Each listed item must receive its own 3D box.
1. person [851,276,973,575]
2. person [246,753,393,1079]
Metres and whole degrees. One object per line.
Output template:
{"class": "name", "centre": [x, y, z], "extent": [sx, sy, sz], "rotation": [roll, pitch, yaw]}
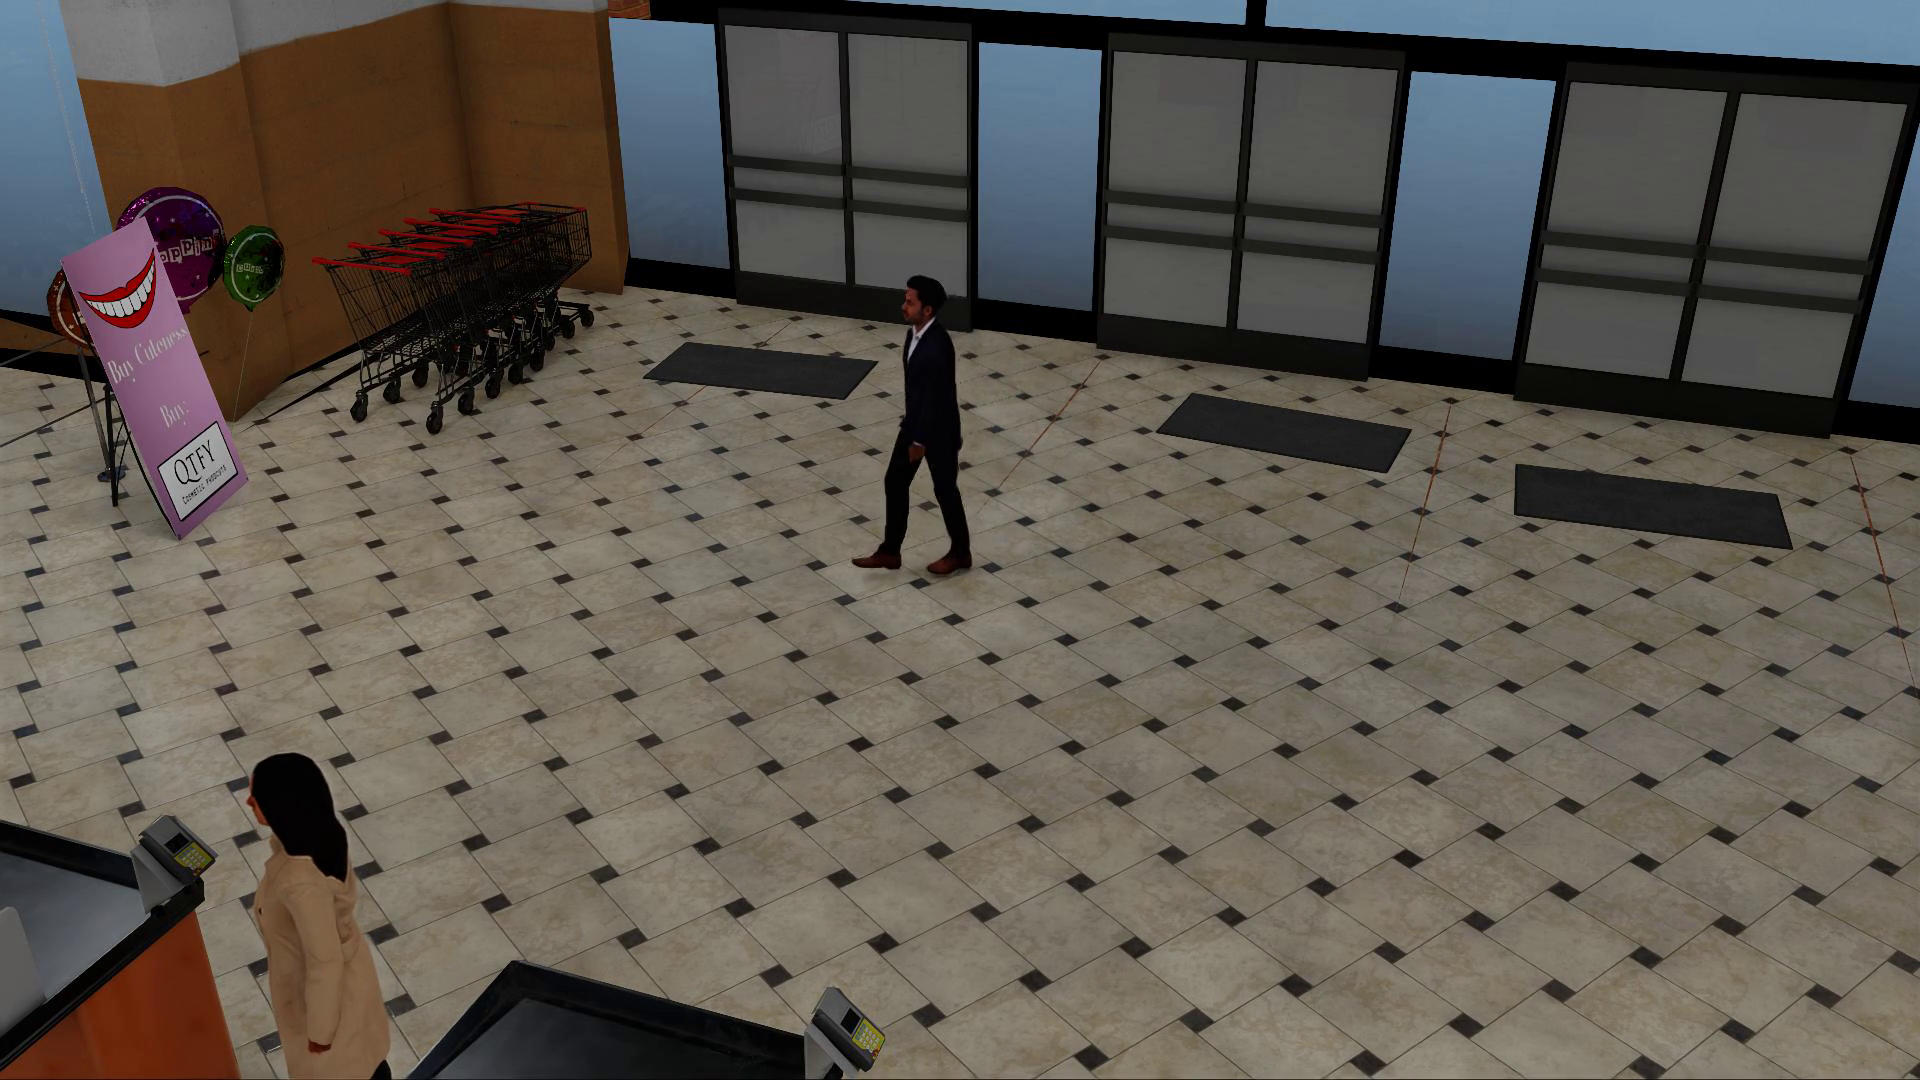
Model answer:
{"class": "person", "centre": [-0.068, -0.584, 8.906], "extent": [1.007, 1.702, 0.964], "rotation": [-10, 29, -19]}
{"class": "person", "centre": [-1.917, 1.366, 5.084], "extent": [0.779, 1.681, 0.676], "rotation": [-7, 28, -14]}
